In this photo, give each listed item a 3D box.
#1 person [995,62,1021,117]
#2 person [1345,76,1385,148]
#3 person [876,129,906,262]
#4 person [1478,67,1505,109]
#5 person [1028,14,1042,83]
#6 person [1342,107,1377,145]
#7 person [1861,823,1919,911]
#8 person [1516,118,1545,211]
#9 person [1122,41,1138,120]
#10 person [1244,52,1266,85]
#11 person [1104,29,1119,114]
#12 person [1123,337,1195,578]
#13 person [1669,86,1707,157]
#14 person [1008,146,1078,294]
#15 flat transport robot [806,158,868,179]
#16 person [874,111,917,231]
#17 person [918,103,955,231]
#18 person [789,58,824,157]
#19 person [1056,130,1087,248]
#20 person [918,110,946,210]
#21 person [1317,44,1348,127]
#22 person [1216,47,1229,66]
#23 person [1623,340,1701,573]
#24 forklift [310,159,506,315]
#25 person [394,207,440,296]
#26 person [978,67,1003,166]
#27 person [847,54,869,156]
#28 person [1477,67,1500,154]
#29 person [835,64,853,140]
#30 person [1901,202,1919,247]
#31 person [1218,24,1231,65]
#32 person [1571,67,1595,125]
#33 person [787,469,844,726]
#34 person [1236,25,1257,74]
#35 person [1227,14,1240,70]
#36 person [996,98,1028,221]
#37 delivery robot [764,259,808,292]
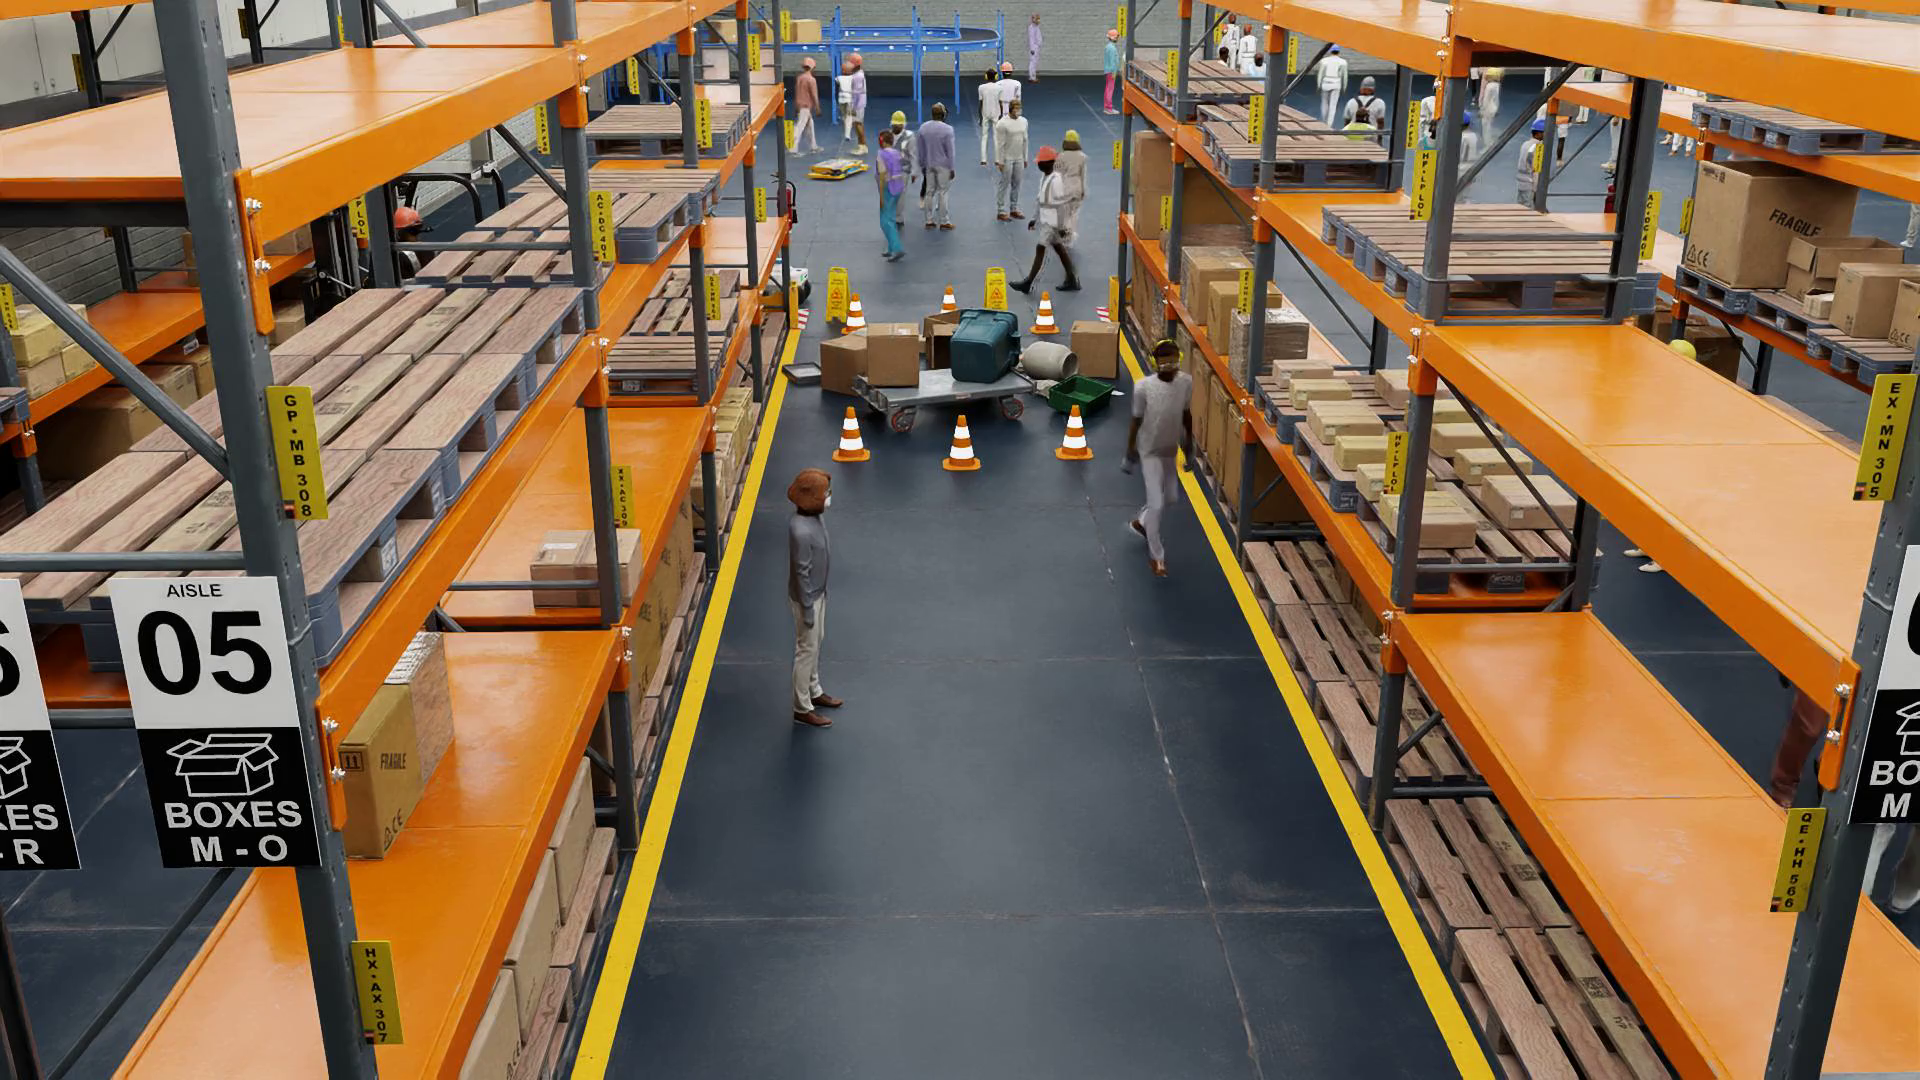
[{"bbox_3d":[0.922,-8.397,32.711,0.543,1.929,0.386,-2,21,-5],"label":"person"},{"bbox_3d":[7.071,-7.057,29.007,0.705,2.000,0.682,10,23,24],"label":"person"},{"bbox_3d":[-0.954,-4.889,23.606,0.521,1.807,0.659,10,23,24],"label":"person"},{"bbox_3d":[13.290,-11.722,41.526,0.652,1.906,0.403,2,21,5],"label":"person"},{"bbox_3d":[2.184,-14.242,48.184,0.407,1.906,0.655,5,21,14],"label":"person"},{"bbox_3d":[6.260,-5.851,26.106,0.619,1.838,0.430,14,25,33],"label":"person"},{"bbox_3d":[4.508,1.052,7.835,0.616,1.866,0.988,17,26,37],"label":"person"},{"bbox_3d":[8.188,-5.060,23.862,0.398,1.943,0.616,-1,21,-4],"label":"person"},{"bbox_3d":[4.150,-10.995,39.754,0.576,1.809,0.967,-2,21,-5],"label":"person"},{"bbox_3d":[6.606,-9.922,36.928,0.674,1.798,0.907,-3,21,-9],"label":"person"},{"bbox_3d":[3.710,-11.462,40.714,0.379,1.996,0.609,-3,21,-7],"label":"person"},{"bbox_3d":[1.452,-0.670,12.429,0.563,1.832,0.715,-10,23,-25],"label":"person"},{"bbox_3d":[14.722,-8.709,33.594,0.576,1.881,0.352,12,24,28],"label":"person"},{"bbox_3d":[1.115,-4.126,21.476,0.976,1.885,0.556,-3,21,-9],"label":"person"},{"bbox_3d":[-2.304,-6.996,31.307,0.652,0.197,1.431,7,22,18],"label":"flat transport robot"},{"bbox_3d":[-1.012,-5.728,25.813,0.625,1.810,0.573,11,24,28],"label":"person"},{"bbox_3d":[-0.345,-5.785,25.786,0.637,1.938,0.355,13,24,31],"label":"person"},{"bbox_3d":[-3.164,-8.759,33.710,0.933,1.919,0.639,-12,24,-29],"label":"person"},{"bbox_3d":[1.637,-5.098,24.267,0.490,1.729,0.550,-7,22,-18],"label":"person"},{"bbox_3d":[-0.446,-6.317,27.556,0.620,1.673,0.420,-2,21,-5],"label":"person"},{"bbox_3d":[8.420,-10.236,37.582,0.651,1.910,0.942,7,22,18],"label":"person"},{"bbox_3d":[5.727,-9.924,36.776,0.402,1.908,0.599,-5,21,-13],"label":"person"},{"bbox_3d":[5.258,-0.623,12.382,0.327,1.769,0.525,2,21,5],"label":"person"},{"bbox_3d":[-5.622,-2.910,17.832,2.313,2.155,1.214,-1,21,-1],"label":"forklift"},{"bbox_3d":[-5.283,-2.222,16.227,0.390,2.039,0.614,5,21,14],"label":"person"},{"bbox_3d":[0.596,-8.220,32.341,0.504,1.861,0.325,3,21,7],"label":"person"},{"bbox_3d":[-2.044,-8.802,33.682,0.424,2.004,0.659,1,21,2],"label":"person"},{"bbox_3d":[10.774,-8.741,33.887,0.390,1.727,0.498,15,26,35],"label":"person"},{"bbox_3d":[-2.456,-9.533,36.179,0.523,1.595,0.870,4,21,10],"label":"person"},{"bbox_3d":[14.245,-5.189,24.497,0.486,1.736,0.320,1,21,4],"label":"person"},{"bbox_3d":[7.349,-13.525,46.504,0.332,1.748,0.572,-5,21,-12],"label":"person"},{"bbox_3d":[14.512,-10.489,38.659,0.507,1.623,0.293,-15,25,-34],"label":"person"},{"bbox_3d":[-0.889,0.340,10.037,0.295,1.623,0.507,2,21,5],"label":"person"},{"bbox_3d":[7.612,-12.723,44.204,0.590,1.880,0.350,-14,25,-32],"label":"person"},{"bbox_3d":[7.902,-14.379,48.576,0.572,1.887,0.354,15,26,35],"label":"person"},{"bbox_3d":[0.832,-6.079,26.587,0.629,1.928,0.384,-18,27,-39],"label":"person"},{"bbox_3d":[-2.299,-3.316,21.055,0.707,0.478,0.477,2,21,5],"label":"delivery robot"}]
